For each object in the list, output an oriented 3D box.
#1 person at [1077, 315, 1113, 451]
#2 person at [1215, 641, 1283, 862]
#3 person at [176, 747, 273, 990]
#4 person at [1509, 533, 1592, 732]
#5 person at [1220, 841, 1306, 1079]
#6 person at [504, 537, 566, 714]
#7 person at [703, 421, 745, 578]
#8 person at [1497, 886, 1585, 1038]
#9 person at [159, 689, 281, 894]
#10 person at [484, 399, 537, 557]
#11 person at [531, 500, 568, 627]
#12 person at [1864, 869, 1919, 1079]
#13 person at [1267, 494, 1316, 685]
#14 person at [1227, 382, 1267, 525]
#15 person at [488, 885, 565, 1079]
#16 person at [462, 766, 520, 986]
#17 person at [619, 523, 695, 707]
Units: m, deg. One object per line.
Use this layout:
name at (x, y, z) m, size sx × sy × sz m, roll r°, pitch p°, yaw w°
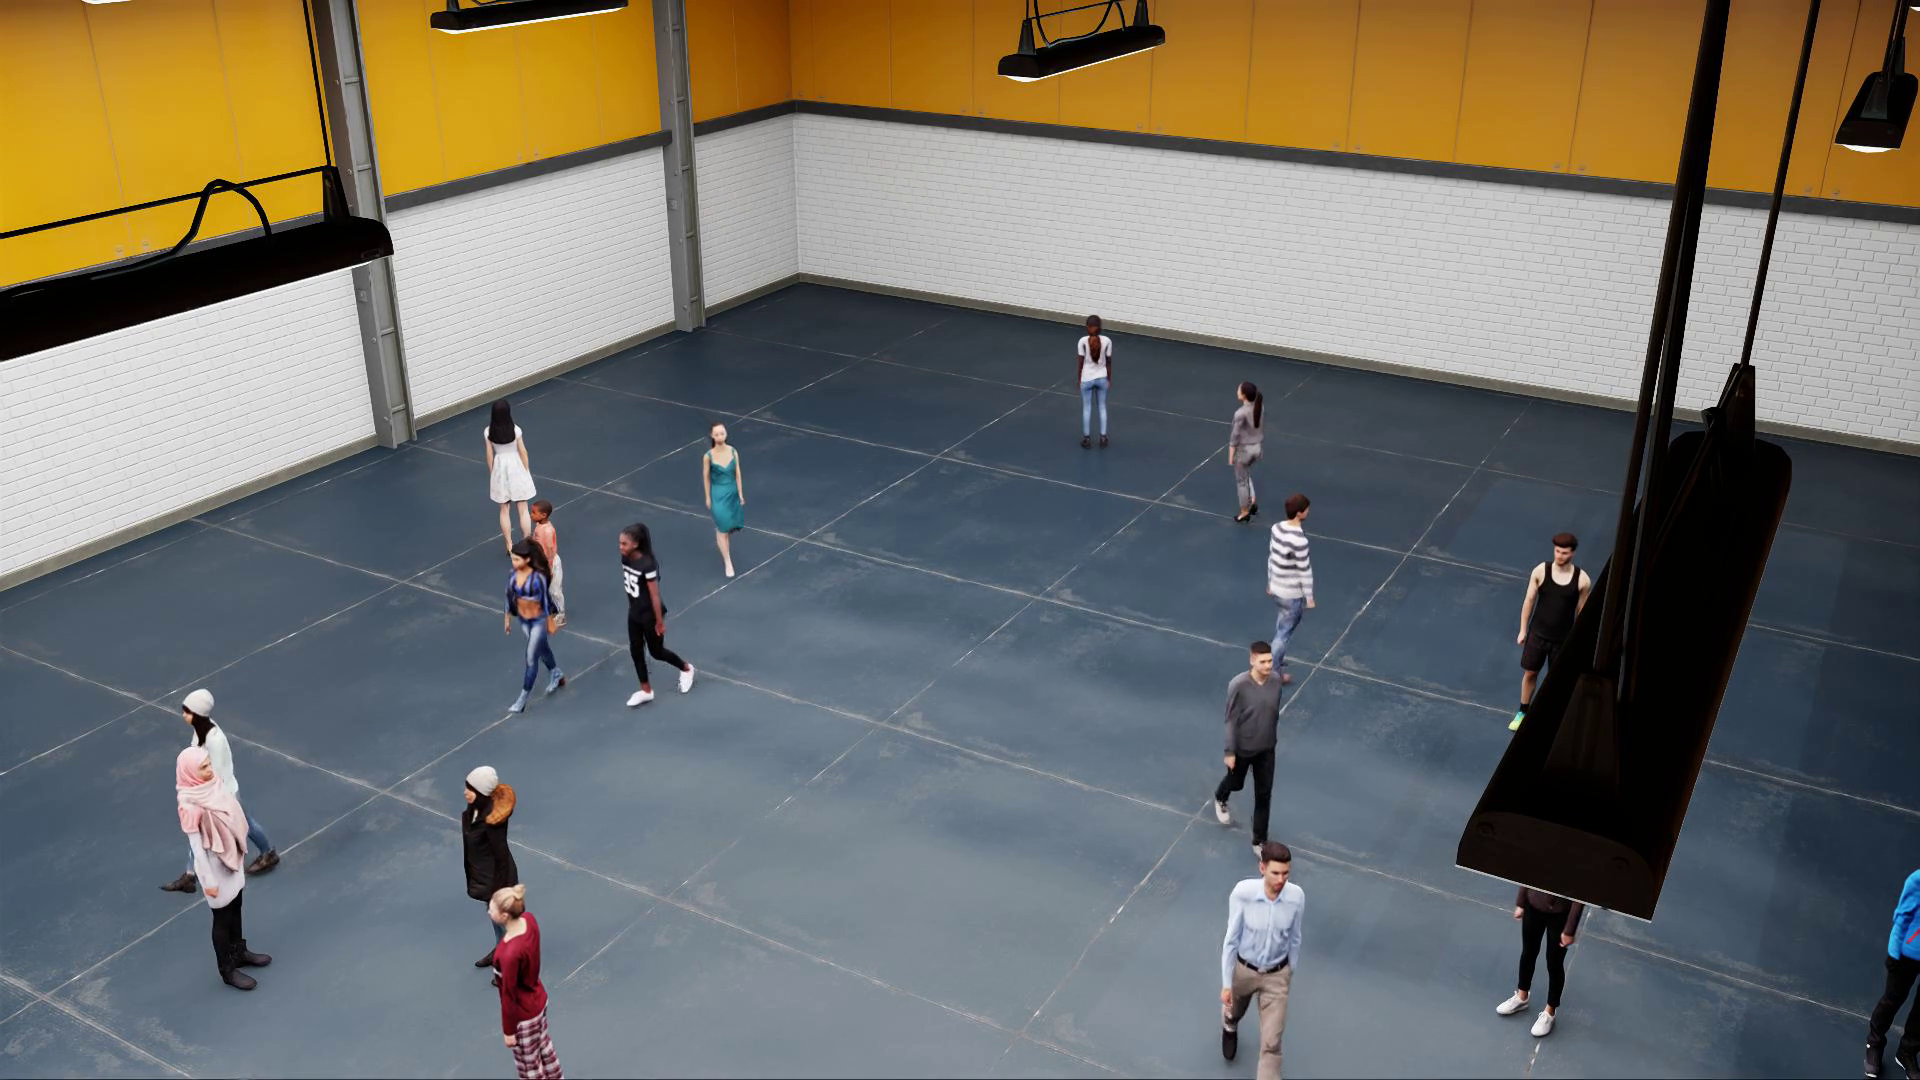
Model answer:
person at (1.687, -1.993, 20.892) m, size 0.660 × 1.721 × 0.685 m, roll -2°, pitch 24°, yaw -5°
person at (2.198, 1.543, 12.782) m, size 1.123 × 1.738 × 1.169 m, roll -6°, pitch 24°, yaw -14°
person at (-5.003, 2.190, 11.220) m, size 0.789 × 1.804 × 0.687 m, roll 1°, pitch 24°, yaw 2°
person at (5.090, 0.798, 14.297) m, size 0.713 × 1.891 × 0.589 m, roll 10°, pitch 25°, yaw 21°
person at (1.817, 2.610, 10.234) m, size 1.037 × 1.824 × 1.301 m, roll 1°, pitch 24°, yaw 2°
person at (-3.757, 0.715, 14.876) m, size 0.638 × 1.578 × 0.984 m, roll 12°, pitch 26°, yaw 26°
person at (-2.482, -0.448, 17.420) m, size 0.835 × 1.671 × 0.849 m, roll -11°, pitch 26°, yaw -23°
person at (3.838, 2.424, 10.808) m, size 0.646 × 1.705 × 0.673 m, roll -16°, pitch 28°, yaw -32°
person at (-5.396, 1.834, 12.290) m, size 1.147 × 1.599 × 0.817 m, roll -20°, pitch 31°, yaw -38°
person at (-4.811, -0.660, 17.776) m, size 0.773 × 1.774 × 0.812 m, roll -2°, pitch 24°, yaw -4°
person at (-4.032, 0.216, 16.353) m, size 0.585 × 1.310 × 0.549 m, roll -14°, pitch 27°, yaw -29°
person at (5.996, 2.575, 10.336) m, size 0.669 × 1.807 × 0.612 m, roll 6°, pitch 24°, yaw 13°
person at (2.887, 0.473, 15.110) m, size 0.865 × 1.833 × 0.806 m, roll -6°, pitch 24°, yaw -13°
person at (3.261, -0.934, 18.543) m, size 0.638 × 1.662 × 0.778 m, roll -18°, pitch 30°, yaw -36°
person at (-2.605, 2.789, 9.982) m, size 0.756 × 1.698 × 0.637 m, roll 0°, pitch 24°, yaw 1°
person at (-3.172, 2.252, 11.292) m, size 0.743 × 1.633 × 0.728 m, roll -16°, pitch 28°, yaw -32°
person at (-2.743, 0.657, 14.843) m, size 0.747 × 1.710 × 0.974 m, roll 18°, pitch 29°, yaw 35°
